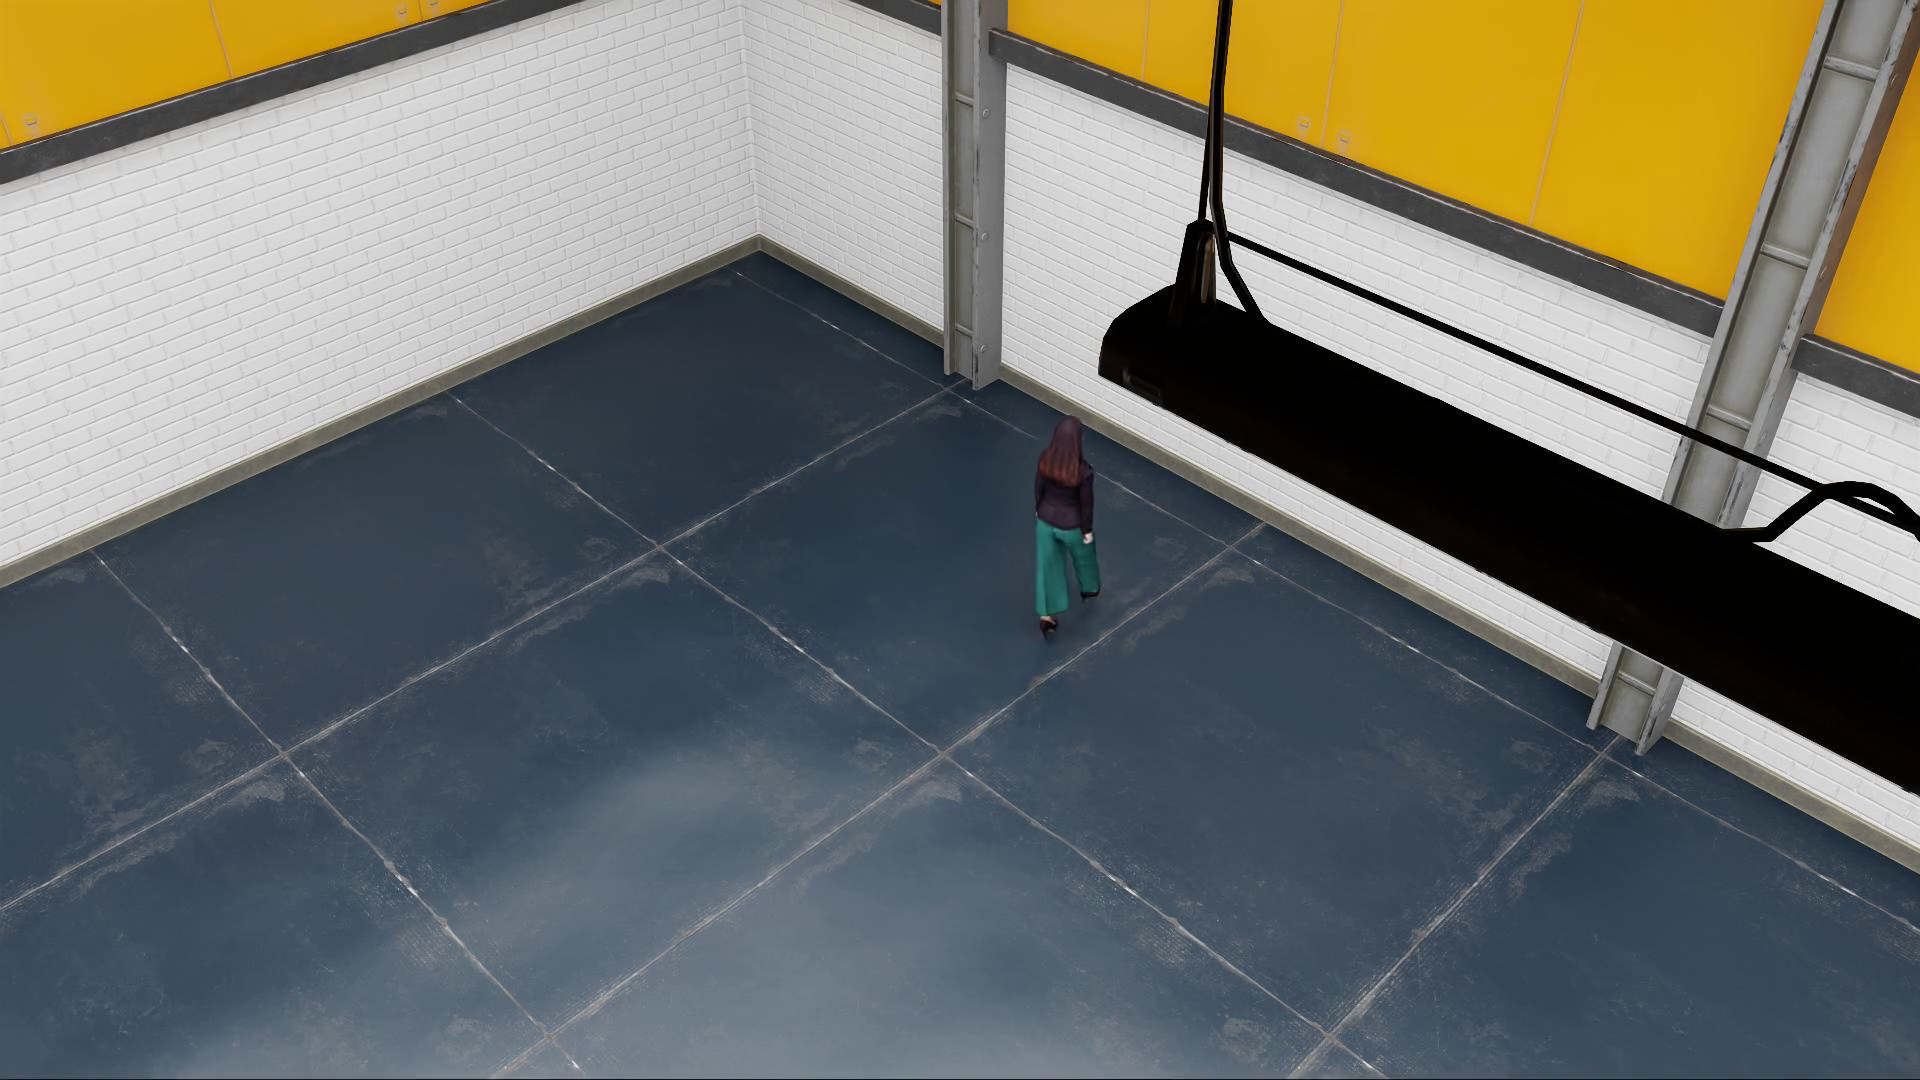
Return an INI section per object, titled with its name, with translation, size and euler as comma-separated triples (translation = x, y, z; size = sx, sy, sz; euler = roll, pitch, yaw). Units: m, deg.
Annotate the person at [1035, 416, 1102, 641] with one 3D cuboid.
[person]
translation = 0.653, -0.028, 11.077
size = 0.940, 1.714, 0.862
euler = 17, 42, 21
